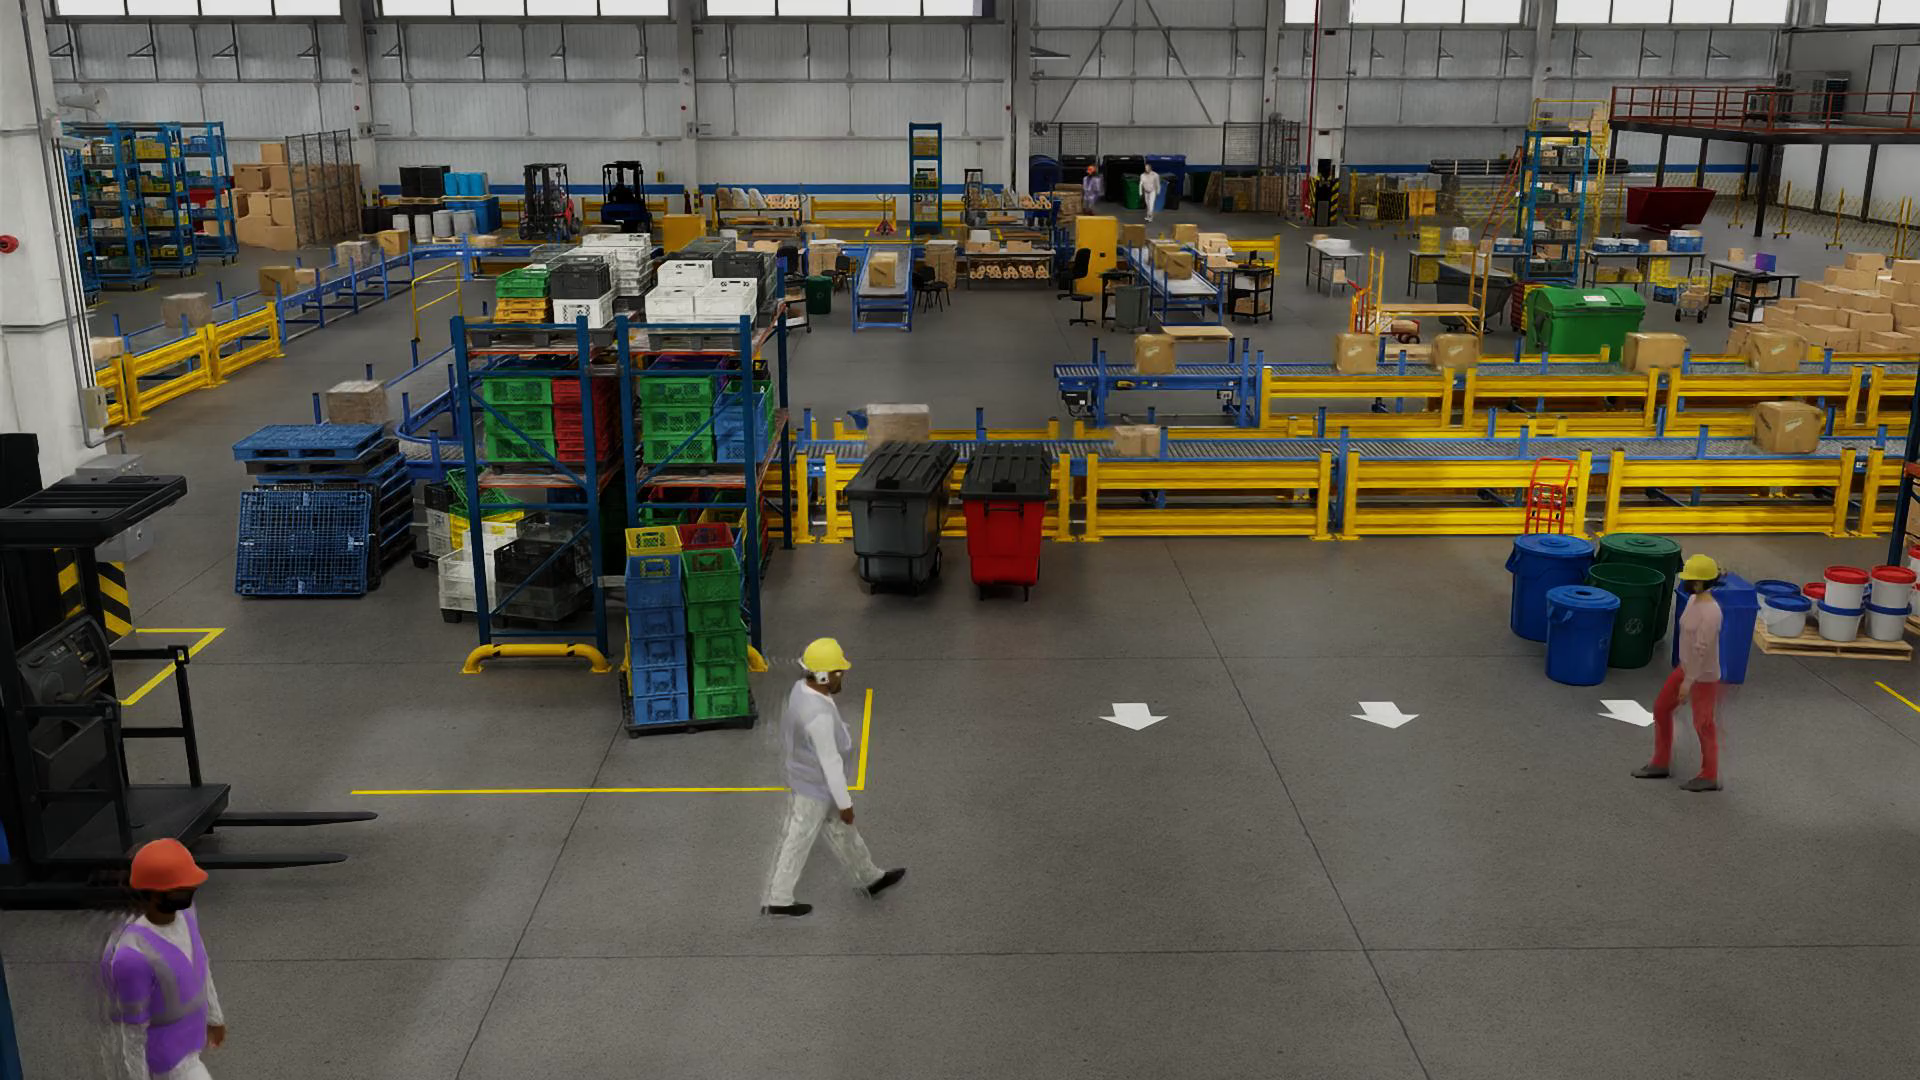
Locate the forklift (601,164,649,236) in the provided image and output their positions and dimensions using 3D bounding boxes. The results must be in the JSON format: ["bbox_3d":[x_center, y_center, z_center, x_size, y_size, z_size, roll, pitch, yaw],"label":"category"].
[{"bbox_3d":[-9.948,-10.127,49.296,1.157,1.987,2.680,-1,16,-3],"label":"forklift"}]

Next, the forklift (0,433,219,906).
[{"bbox_3d":[-5.952,0.780,10.366,1.873,2.768,1.129,0,16,-1],"label":"forklift"}]

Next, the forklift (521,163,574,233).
[{"bbox_3d":[-12.233,-10.122,49.298,1.157,1.987,2.680,0,16,-1],"label":"forklift"}]

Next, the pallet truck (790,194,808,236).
[{"bbox_3d":[-4.814,-9.883,50.259,0.704,1.261,1.522,-1,16,-3],"label":"pallet truck"}]

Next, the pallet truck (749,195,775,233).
[{"bbox_3d":[-6.051,-9.967,50.660,0.680,1.201,1.601,0,16,-1],"label":"pallet truck"}]

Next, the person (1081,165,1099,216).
[{"bbox_3d":[3.957,-10.468,50.981,0.646,2.029,0.418,14,21,41],"label":"person"}]

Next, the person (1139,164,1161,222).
[{"bbox_3d":[6.166,-11.289,54.162,0.669,1.852,1.034,9,18,28],"label":"person"}]

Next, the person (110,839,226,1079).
[{"bbox_3d":[-3.517,2.174,7.285,0.955,1.904,0.559,0,16,0],"label":"person"}]

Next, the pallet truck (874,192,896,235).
[{"bbox_3d":[-2.277,-9.986,50.594,0.653,1.274,1.630,0,16,-1],"label":"pallet truck"}]

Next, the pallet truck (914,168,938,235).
[{"bbox_3d":[-0.989,-10.316,50.507,0.823,1.965,1.885,1,16,3],"label":"pallet truck"}]

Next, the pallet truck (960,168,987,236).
[{"bbox_3d":[0.383,-10.230,50.206,0.823,1.965,1.885,-1,16,-3],"label":"pallet truck"}]

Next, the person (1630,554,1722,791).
[{"bbox_3d":[5.142,0.951,11.802,0.691,1.745,0.536,1,16,3],"label":"person"}]

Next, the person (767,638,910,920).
[{"bbox_3d":[-0.763,1.442,10.013,0.930,1.779,0.623,-3,16,-10],"label":"person"}]
